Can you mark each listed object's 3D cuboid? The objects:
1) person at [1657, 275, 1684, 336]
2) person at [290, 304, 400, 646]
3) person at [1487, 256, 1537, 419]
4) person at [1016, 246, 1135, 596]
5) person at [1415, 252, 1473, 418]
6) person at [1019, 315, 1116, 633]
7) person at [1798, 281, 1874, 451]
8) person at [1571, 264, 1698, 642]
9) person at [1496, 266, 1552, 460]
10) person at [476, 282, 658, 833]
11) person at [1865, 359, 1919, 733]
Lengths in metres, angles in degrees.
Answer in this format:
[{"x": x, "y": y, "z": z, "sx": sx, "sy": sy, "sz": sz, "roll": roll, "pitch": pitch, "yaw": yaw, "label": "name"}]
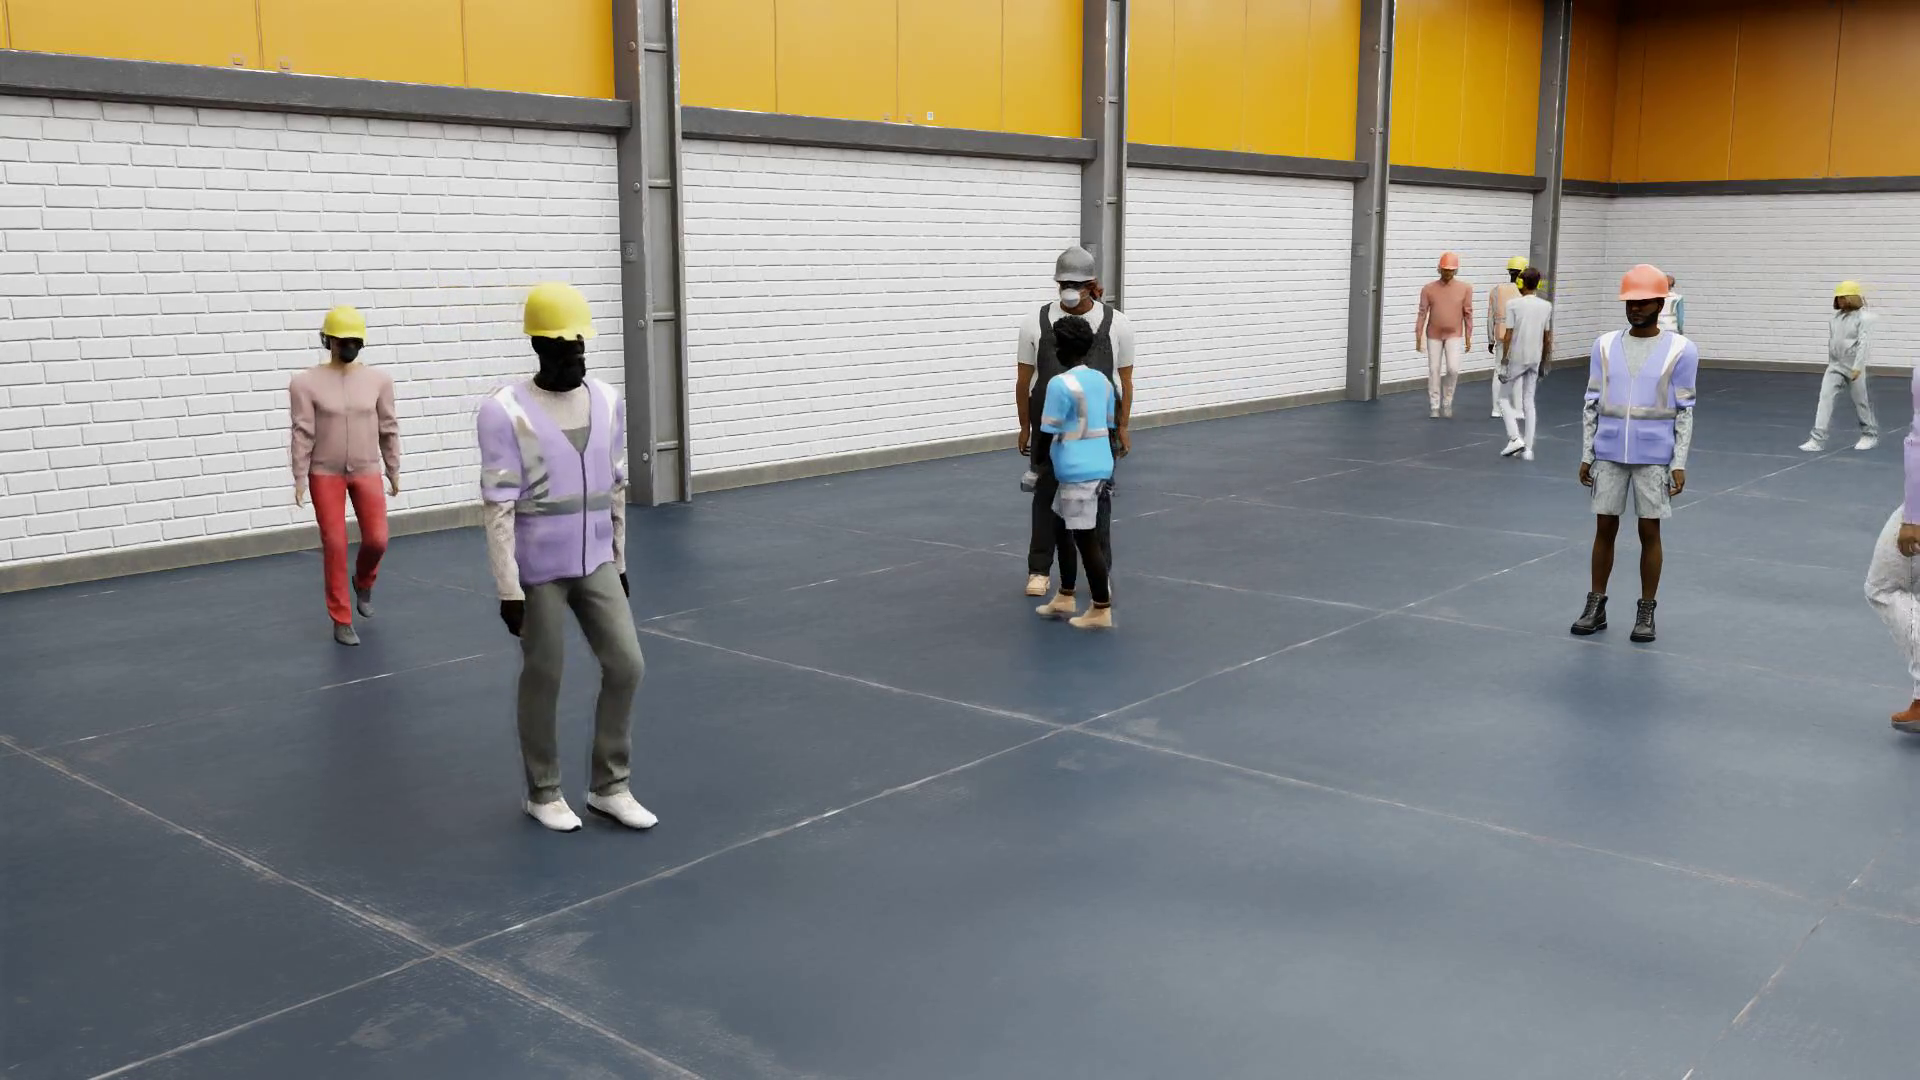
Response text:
[{"x": 10.518, "y": -3.137, "z": 24.815, "sx": 0.526, "sy": 1.623, "sz": 0.376, "roll": 7, "pitch": 12, "yaw": 36, "label": "person"}, {"x": -3.172, "y": -0.345, "z": 8.586, "sx": 0.547, "sy": 1.747, "sz": 0.522, "roll": -6, "pitch": 12, "yaw": -32, "label": "person"}, {"x": 6.552, "y": -2.392, "z": 19.731, "sx": 0.593, "sy": 1.922, "sz": 0.377, "roll": 9, "pitch": 14, "yaw": 43, "label": "person"}, {"x": 0.662, "y": -0.674, "z": 9.620, "sx": 0.688, "sy": 2.000, "sz": 0.536, "roll": 1, "pitch": 10, "yaw": 5, "label": "person"}, {"x": 5.724, "y": -2.415, "z": 19.721, "sx": 0.663, "sy": 1.968, "sz": 0.511, "roll": 3, "pitch": 11, "yaw": 18, "label": "person"}, {"x": 0.559, "y": -0.349, "z": 8.811, "sx": 0.641, "sy": 1.665, "sz": 0.530, "roll": 5, "pitch": 11, "yaw": 29, "label": "person"}, {"x": 8.872, "y": -1.735, "z": 16.631, "sx": 0.886, "sy": 1.701, "sz": 0.497, "roll": -5, "pitch": 11, "yaw": -26, "label": "person"}, {"x": 3.478, "y": -0.442, "z": 8.590, "sx": 0.543, "sy": 1.939, "sz": 0.361, "roll": 7, "pitch": 12, "yaw": 36, "label": "person"}, {"x": 5.394, "y": -1.688, "z": 15.936, "sx": 0.550, "sy": 1.851, "sz": 0.435, "roll": -2, "pitch": 10, "yaw": -12, "label": "person"}, {"x": -1.304, "y": 0.089, "z": 5.656, "sx": 0.661, "sy": 1.902, "sz": 0.608, "roll": 9, "pitch": 13, "yaw": 42, "label": "person"}, {"x": 4.034, "y": -0.121, "z": 6.798, "sx": 0.661, "sy": 1.919, "sz": 0.451, "roll": -4, "pitch": 11, "yaw": -24, "label": "person"}]
